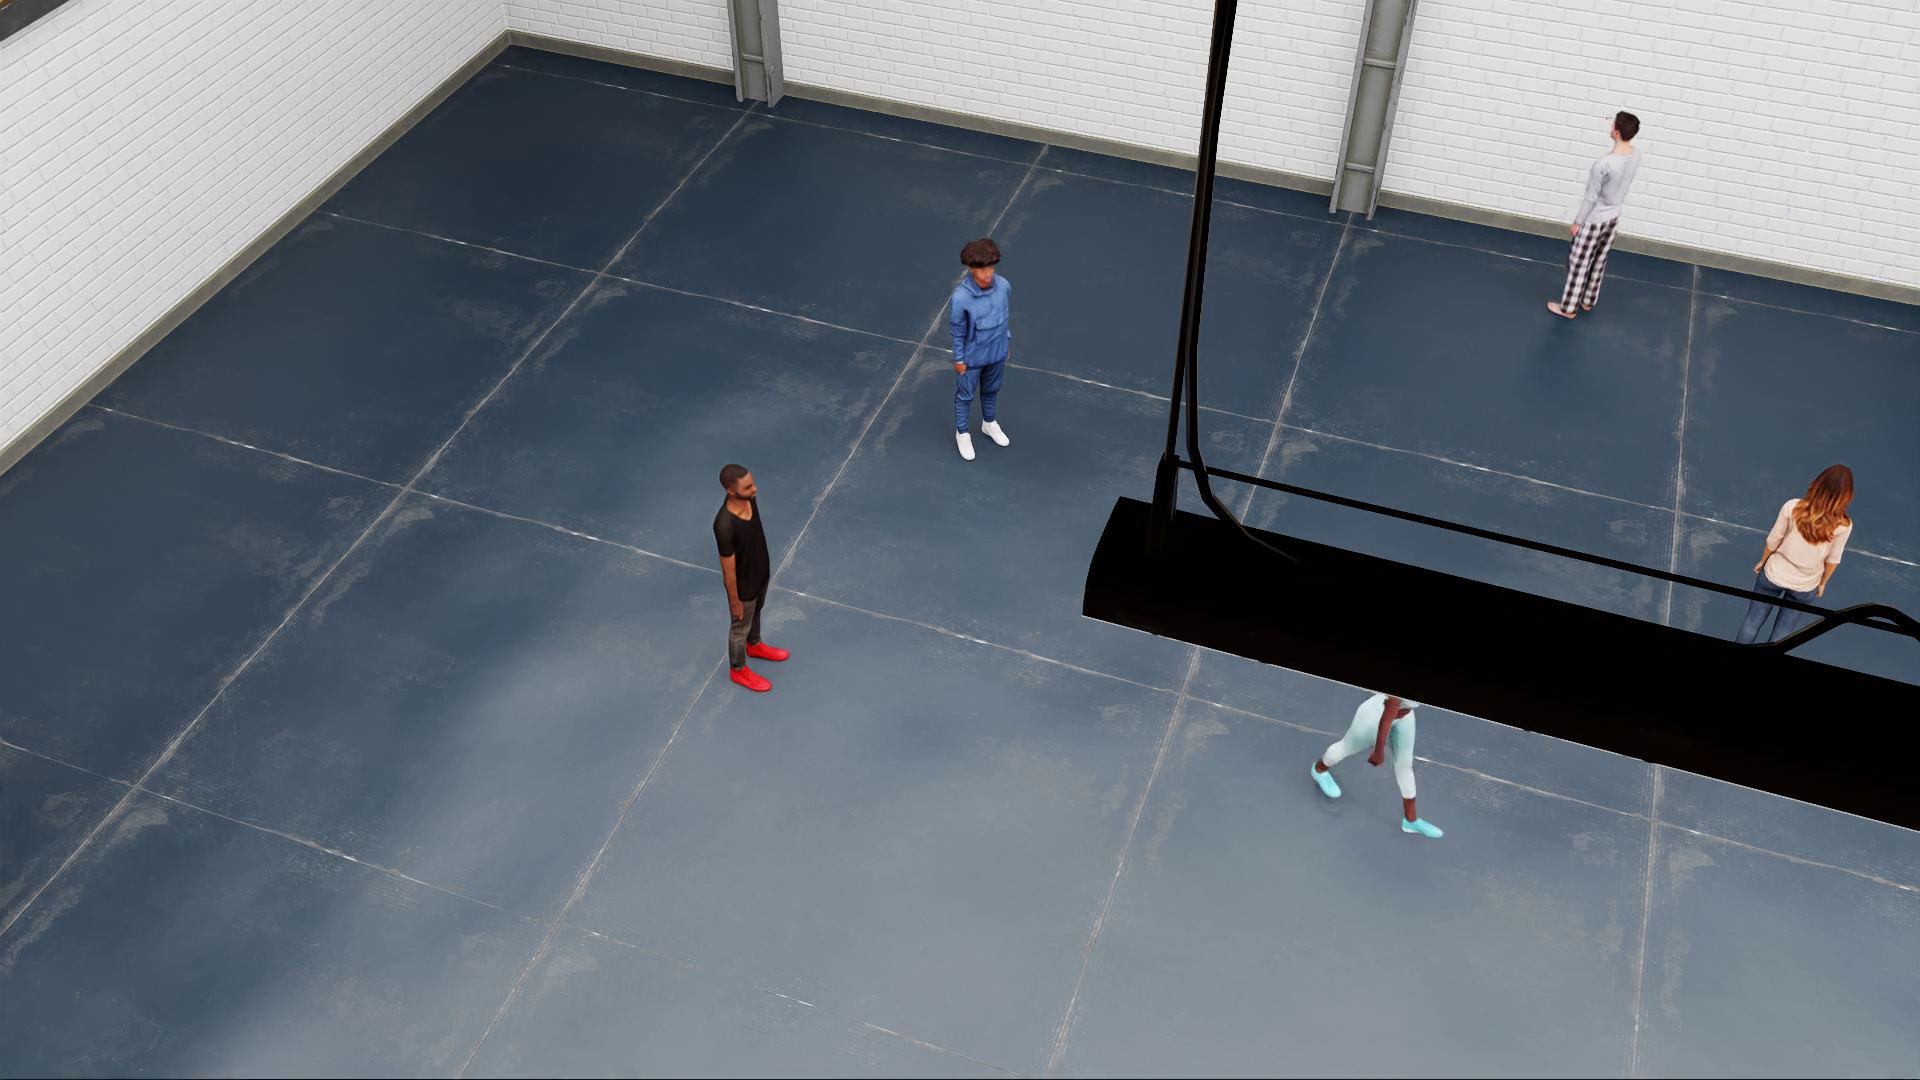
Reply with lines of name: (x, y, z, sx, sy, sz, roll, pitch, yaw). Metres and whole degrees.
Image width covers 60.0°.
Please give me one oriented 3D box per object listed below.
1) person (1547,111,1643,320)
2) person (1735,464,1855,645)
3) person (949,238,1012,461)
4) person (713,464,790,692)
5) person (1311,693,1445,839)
person: (5.205, -2.631, 13.525, 0.701, 1.847, 0.737, -22, 48, -22)
person: (5.271, 0.235, 10.556, 0.537, 1.792, 0.693, 25, 49, 24)
person: (0.150, -1.433, 12.293, 0.760, 1.811, 0.790, -23, 48, -22)
person: (-1.373, 0.212, 10.572, 0.552, 1.804, 0.647, 11, 45, 11)
person: (2.455, 1.042, 9.803, 0.911, 1.663, 1.195, -34, 53, -31)
